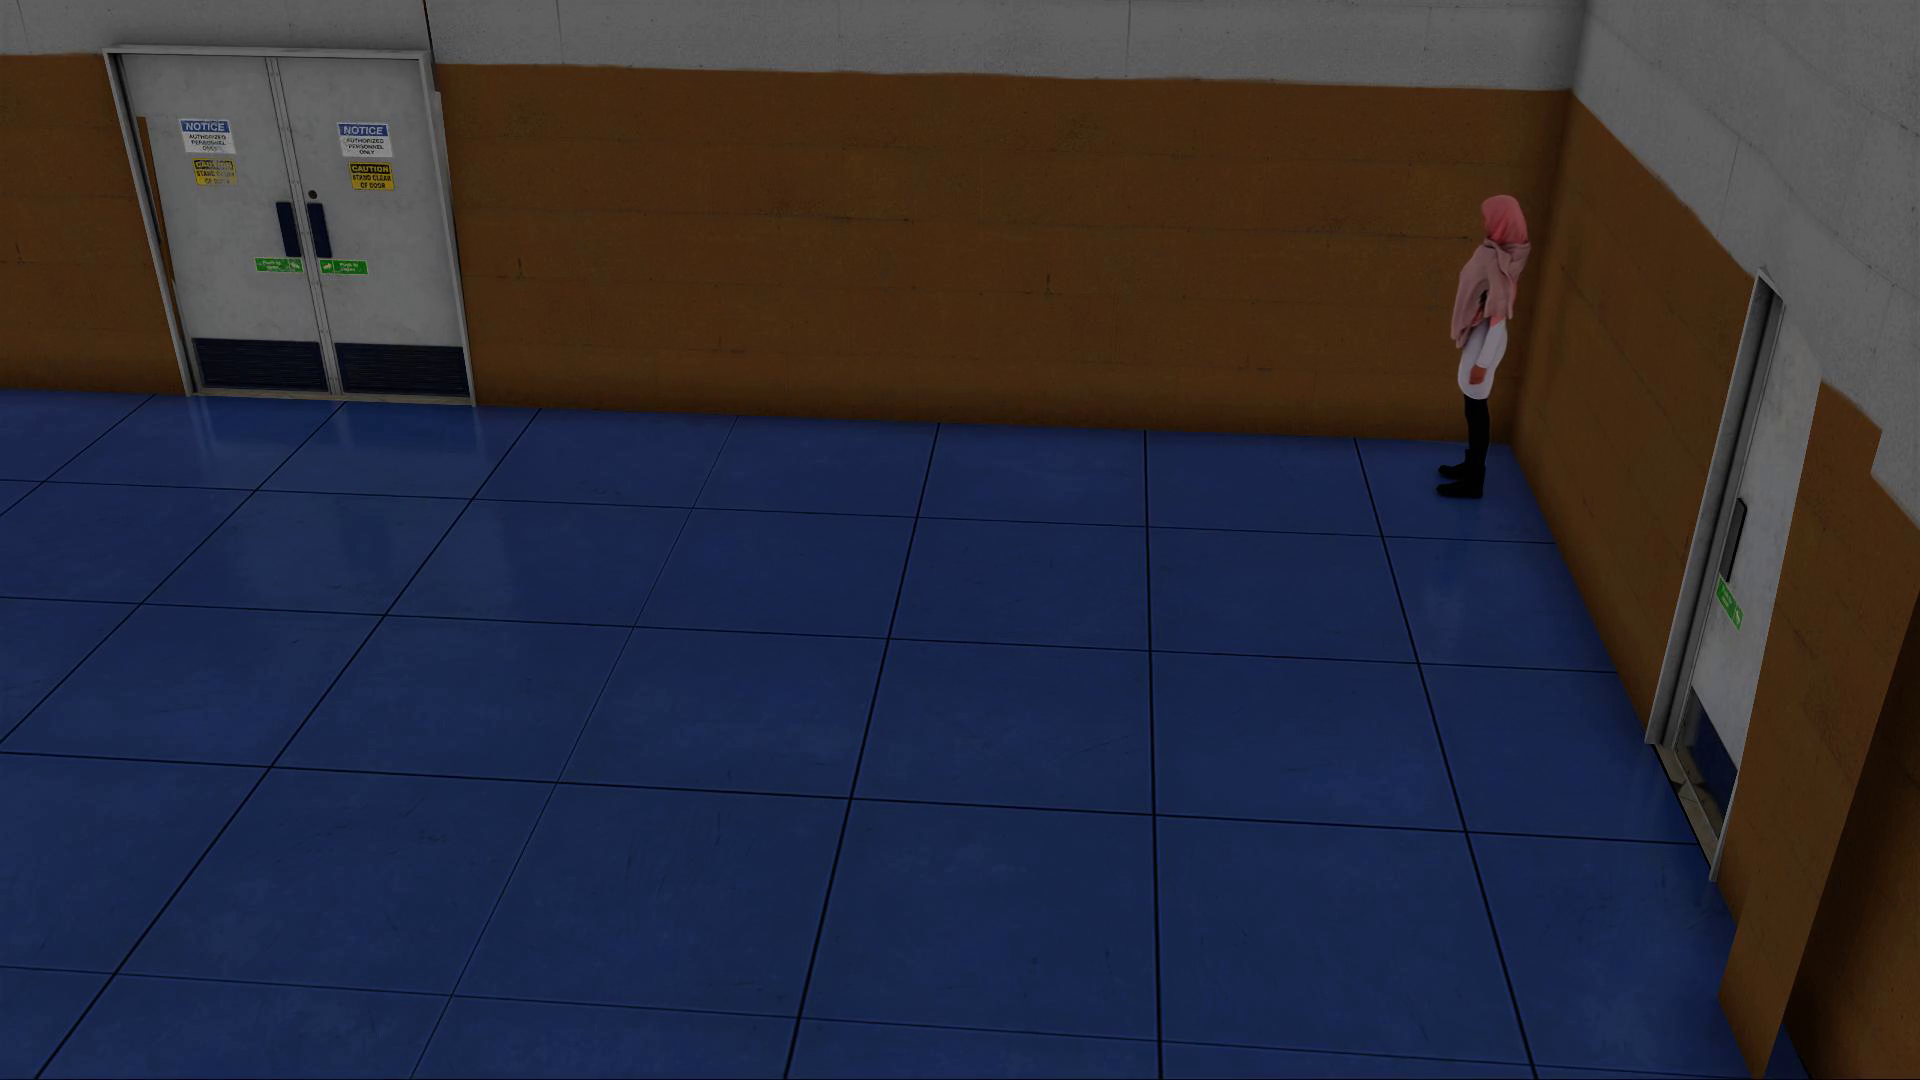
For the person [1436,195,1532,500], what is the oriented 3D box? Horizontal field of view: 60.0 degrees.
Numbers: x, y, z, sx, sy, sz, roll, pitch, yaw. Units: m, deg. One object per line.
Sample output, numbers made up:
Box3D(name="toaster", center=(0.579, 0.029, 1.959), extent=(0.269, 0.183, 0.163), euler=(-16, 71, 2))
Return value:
Box3D(name="person", center=(3.012, -1.098, 9.562), extent=(0.746, 1.803, 0.600), euler=(9, 30, 16))
